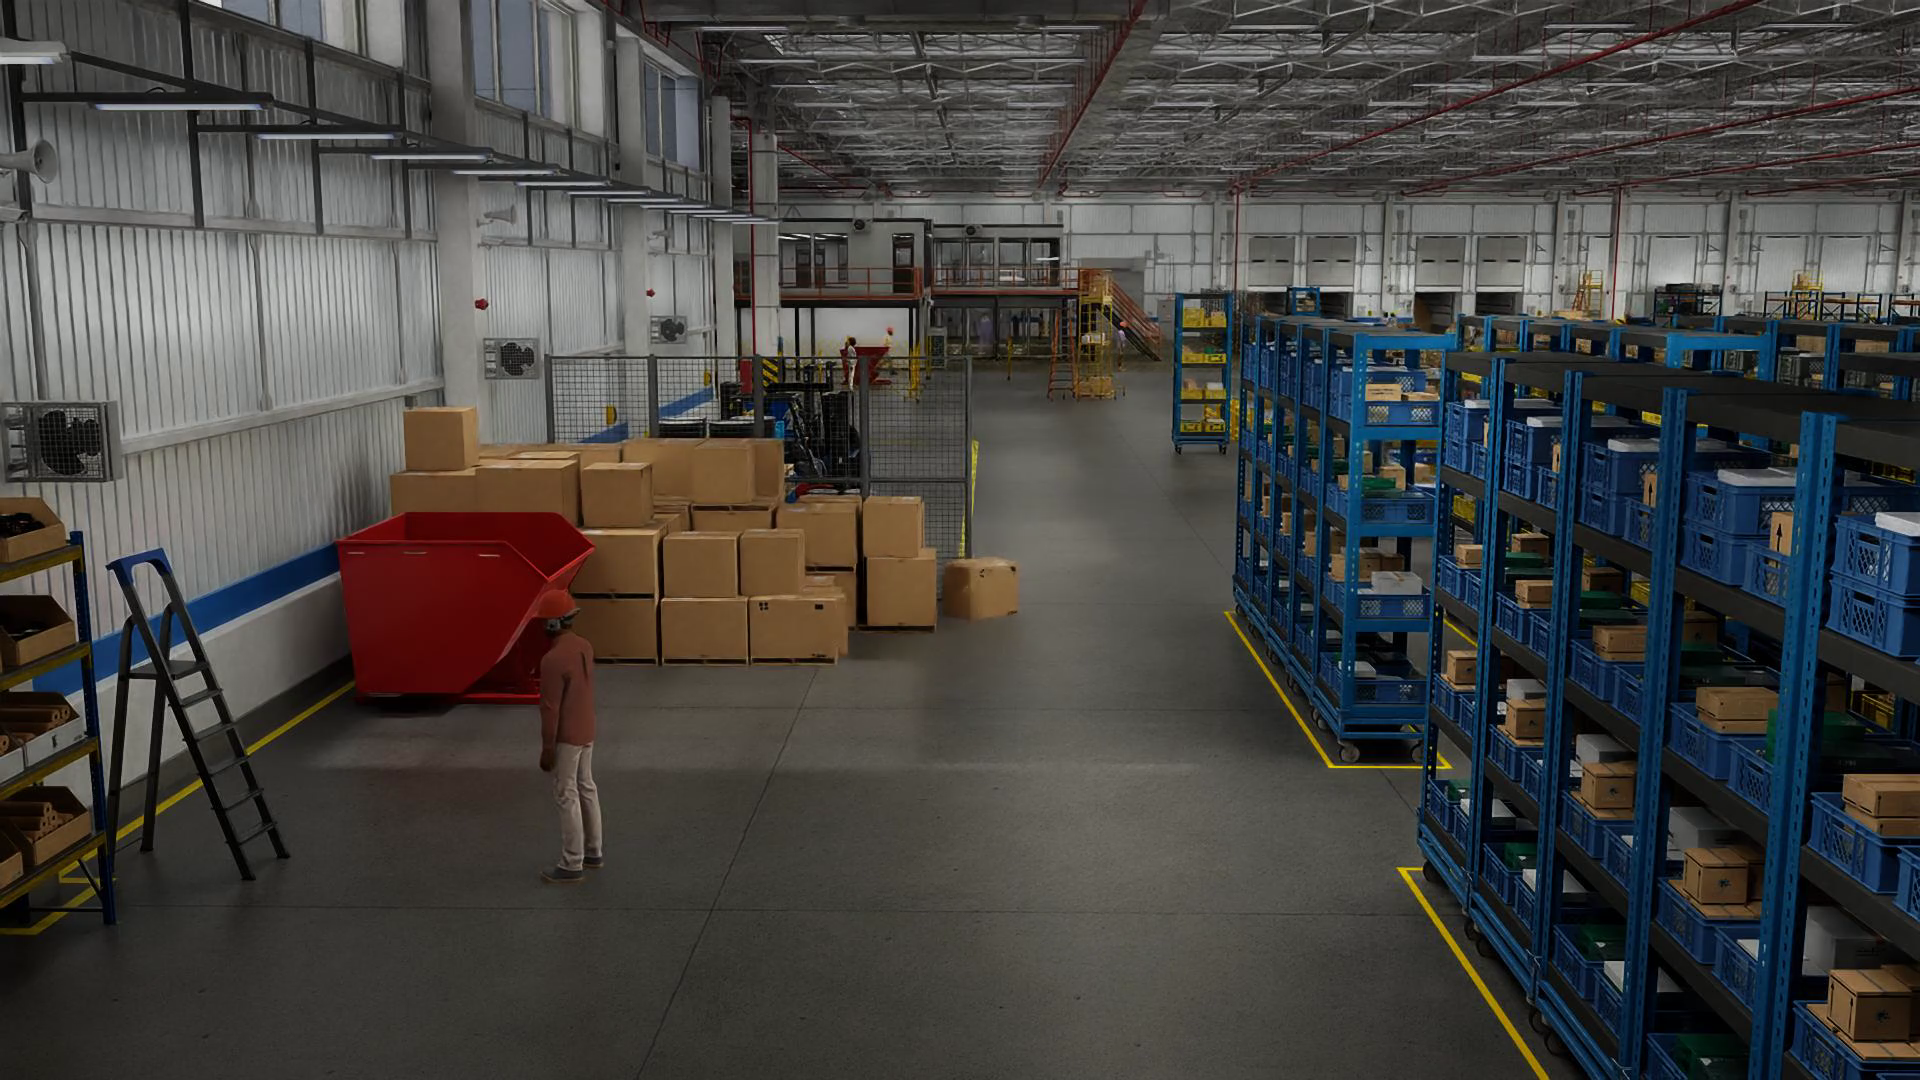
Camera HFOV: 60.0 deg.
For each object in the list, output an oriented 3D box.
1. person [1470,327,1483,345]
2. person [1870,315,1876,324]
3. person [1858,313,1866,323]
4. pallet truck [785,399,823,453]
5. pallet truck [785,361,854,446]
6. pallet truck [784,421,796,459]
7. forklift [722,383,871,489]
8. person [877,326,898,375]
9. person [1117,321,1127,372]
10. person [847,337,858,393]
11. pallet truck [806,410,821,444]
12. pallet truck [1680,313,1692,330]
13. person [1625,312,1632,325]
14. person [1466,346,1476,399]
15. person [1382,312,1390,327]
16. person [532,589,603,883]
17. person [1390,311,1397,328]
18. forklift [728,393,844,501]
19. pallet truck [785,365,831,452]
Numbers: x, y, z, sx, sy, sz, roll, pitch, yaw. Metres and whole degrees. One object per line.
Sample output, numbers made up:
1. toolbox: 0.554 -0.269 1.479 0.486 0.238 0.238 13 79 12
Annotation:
1. person: 19.709 -7.150 63.251 0.877 2.000 0.681 2 9 12
2. person: 49.130 -11.257 89.545 0.388 1.735 0.513 0 9 -1
3. person: 49.070 -11.485 90.712 0.861 1.818 0.519 -8 12 -39
4. pallet truck: -3.814 -2.432 36.419 1.630 1.274 0.653 0 9 1
5. pallet truck: -3.410 -3.193 38.978 1.885 1.965 0.823 0 9 -1
6. pallet truck: -4.013 -1.793 32.705 1.601 1.201 0.680 0 9 1
7. forklift: -2.893 -1.687 28.729 2.680 1.987 1.157 0 9 -1
8. person: -2.834 -7.440 65.407 0.735 1.920 0.556 -3 10 -16
9. person: 6.595 -7.879 67.738 0.369 2.046 0.606 0 9 1
10. person: -3.617 -5.858 55.772 0.356 1.883 0.574 0 9 1
11. pallet truck: -3.559 -2.018 33.905 1.522 1.261 0.704 0 9 -1
12. pallet truck: 36.315 -10.531 84.244 0.823 1.965 1.885 -6 11 -33
13. person: 35.058 -10.983 87.283 1.065 1.920 0.709 2 9 11
14. person: 16.006 -5.198 52.077 0.481 1.747 0.552 -8 13 -42
15. person: 23.685 -11.816 92.789 0.900 1.812 0.630 4 10 24
16. person: -2.664 1.313 11.240 0.409 1.987 0.609 2 9 11
17. person: 23.968 -11.687 91.671 0.640 1.904 0.588 1 9 9
18. forklift: -2.979 -1.316 26.476 2.680 1.987 1.157 0 9 1
19. pallet truck: -3.774 -2.976 37.635 1.885 1.965 0.823 1 9 5
